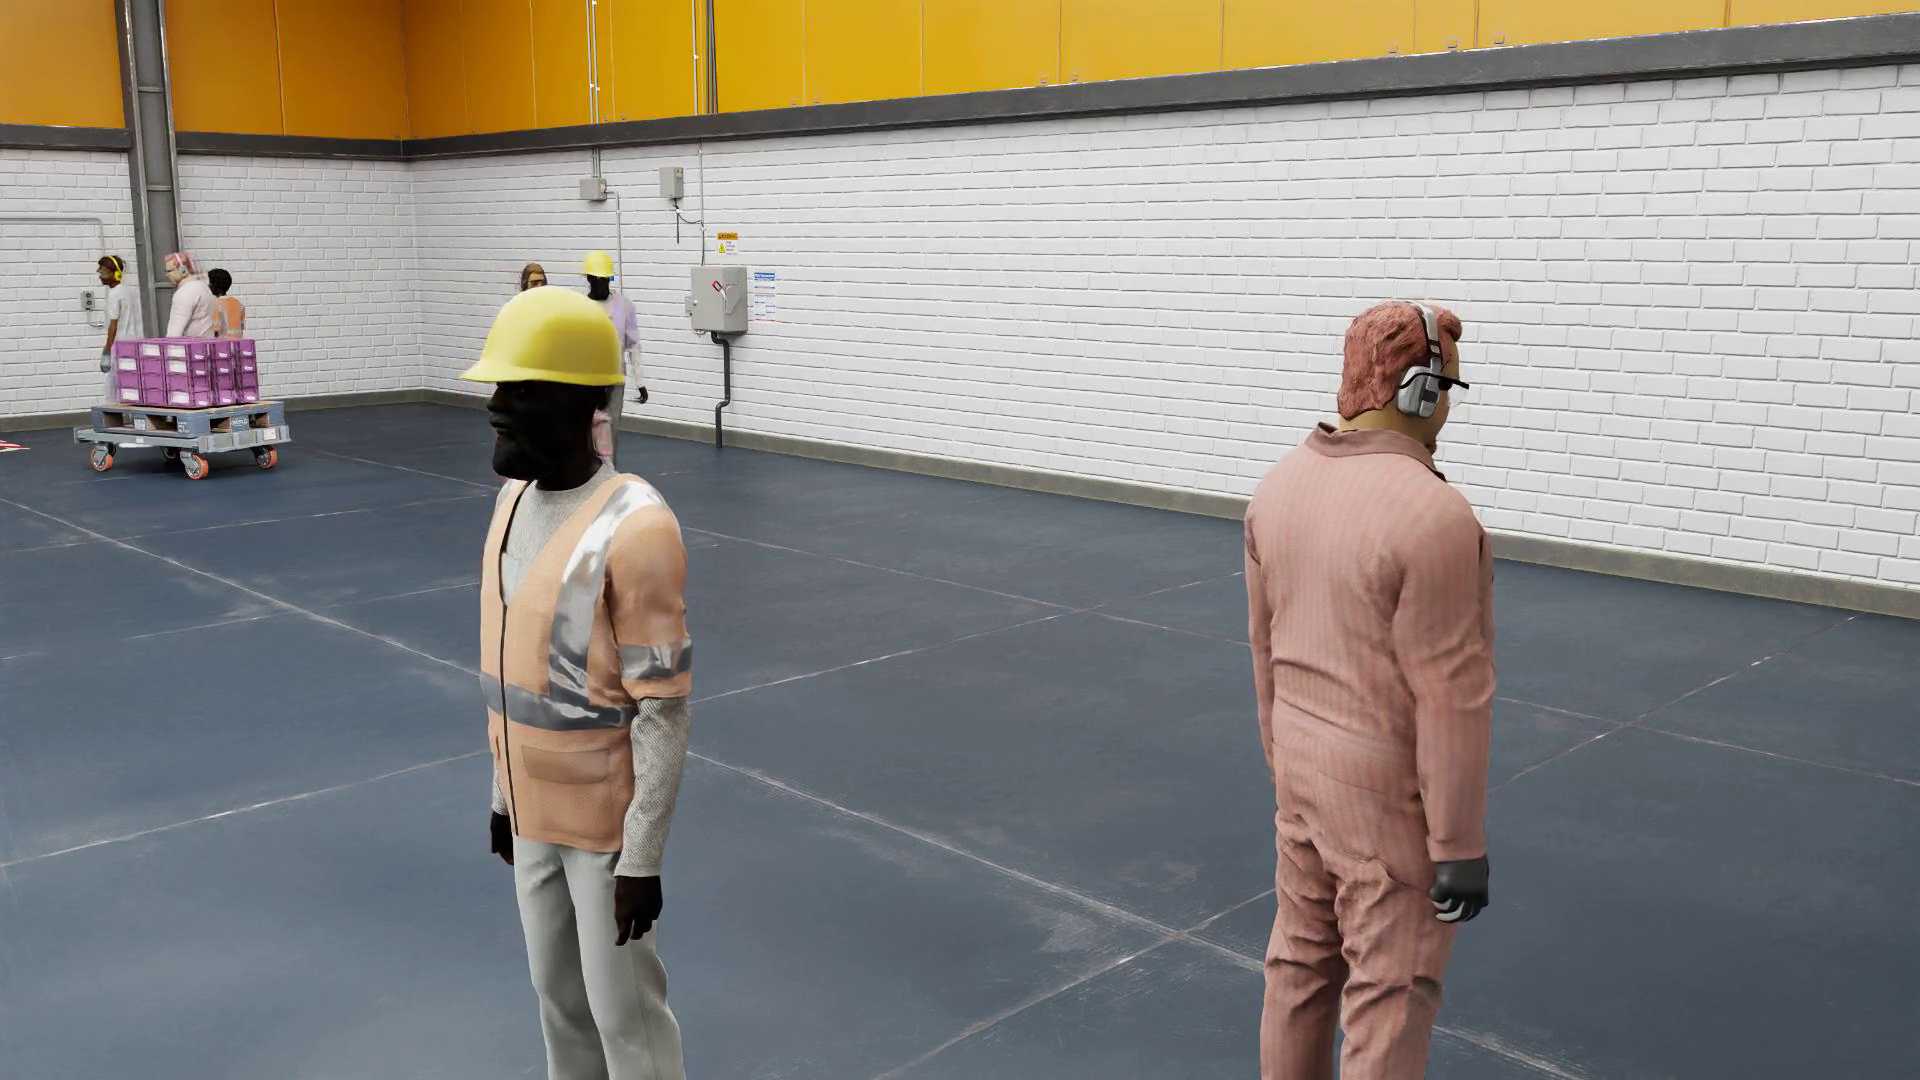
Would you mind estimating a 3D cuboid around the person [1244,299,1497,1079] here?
[{"bbox_3d":[0.820,0.492,3.245,0.407,1.903,0.639,-4,11,-22],"label":"person"}]

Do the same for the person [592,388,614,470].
[{"bbox_3d":[-2.005,-0.382,8.406,0.524,1.755,0.377,-10,14,-42],"label":"person"}]

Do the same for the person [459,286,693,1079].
[{"bbox_3d":[-0.729,0.494,3.150,0.363,1.930,0.587,-10,14,-43],"label":"person"}]

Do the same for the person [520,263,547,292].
[{"bbox_3d":[-3.486,-1.376,13.729,0.966,1.798,0.535,10,14,42],"label":"person"}]

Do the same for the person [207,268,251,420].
[{"bbox_3d":[-7.288,-1.843,16.534,0.318,1.695,0.539,2,11,10],"label":"person"}]

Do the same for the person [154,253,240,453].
[{"bbox_3d":[-7.214,-1.719,15.426,0.938,1.856,0.636,-3,11,-18],"label":"person"}]

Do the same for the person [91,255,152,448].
[{"bbox_3d":[-8.132,-1.773,15.806,0.754,1.828,0.550,-3,11,-14],"label":"person"}]

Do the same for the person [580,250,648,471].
[{"bbox_3d":[-2.658,-1.189,12.402,0.606,1.910,0.465,-8,13,-37],"label":"person"}]
